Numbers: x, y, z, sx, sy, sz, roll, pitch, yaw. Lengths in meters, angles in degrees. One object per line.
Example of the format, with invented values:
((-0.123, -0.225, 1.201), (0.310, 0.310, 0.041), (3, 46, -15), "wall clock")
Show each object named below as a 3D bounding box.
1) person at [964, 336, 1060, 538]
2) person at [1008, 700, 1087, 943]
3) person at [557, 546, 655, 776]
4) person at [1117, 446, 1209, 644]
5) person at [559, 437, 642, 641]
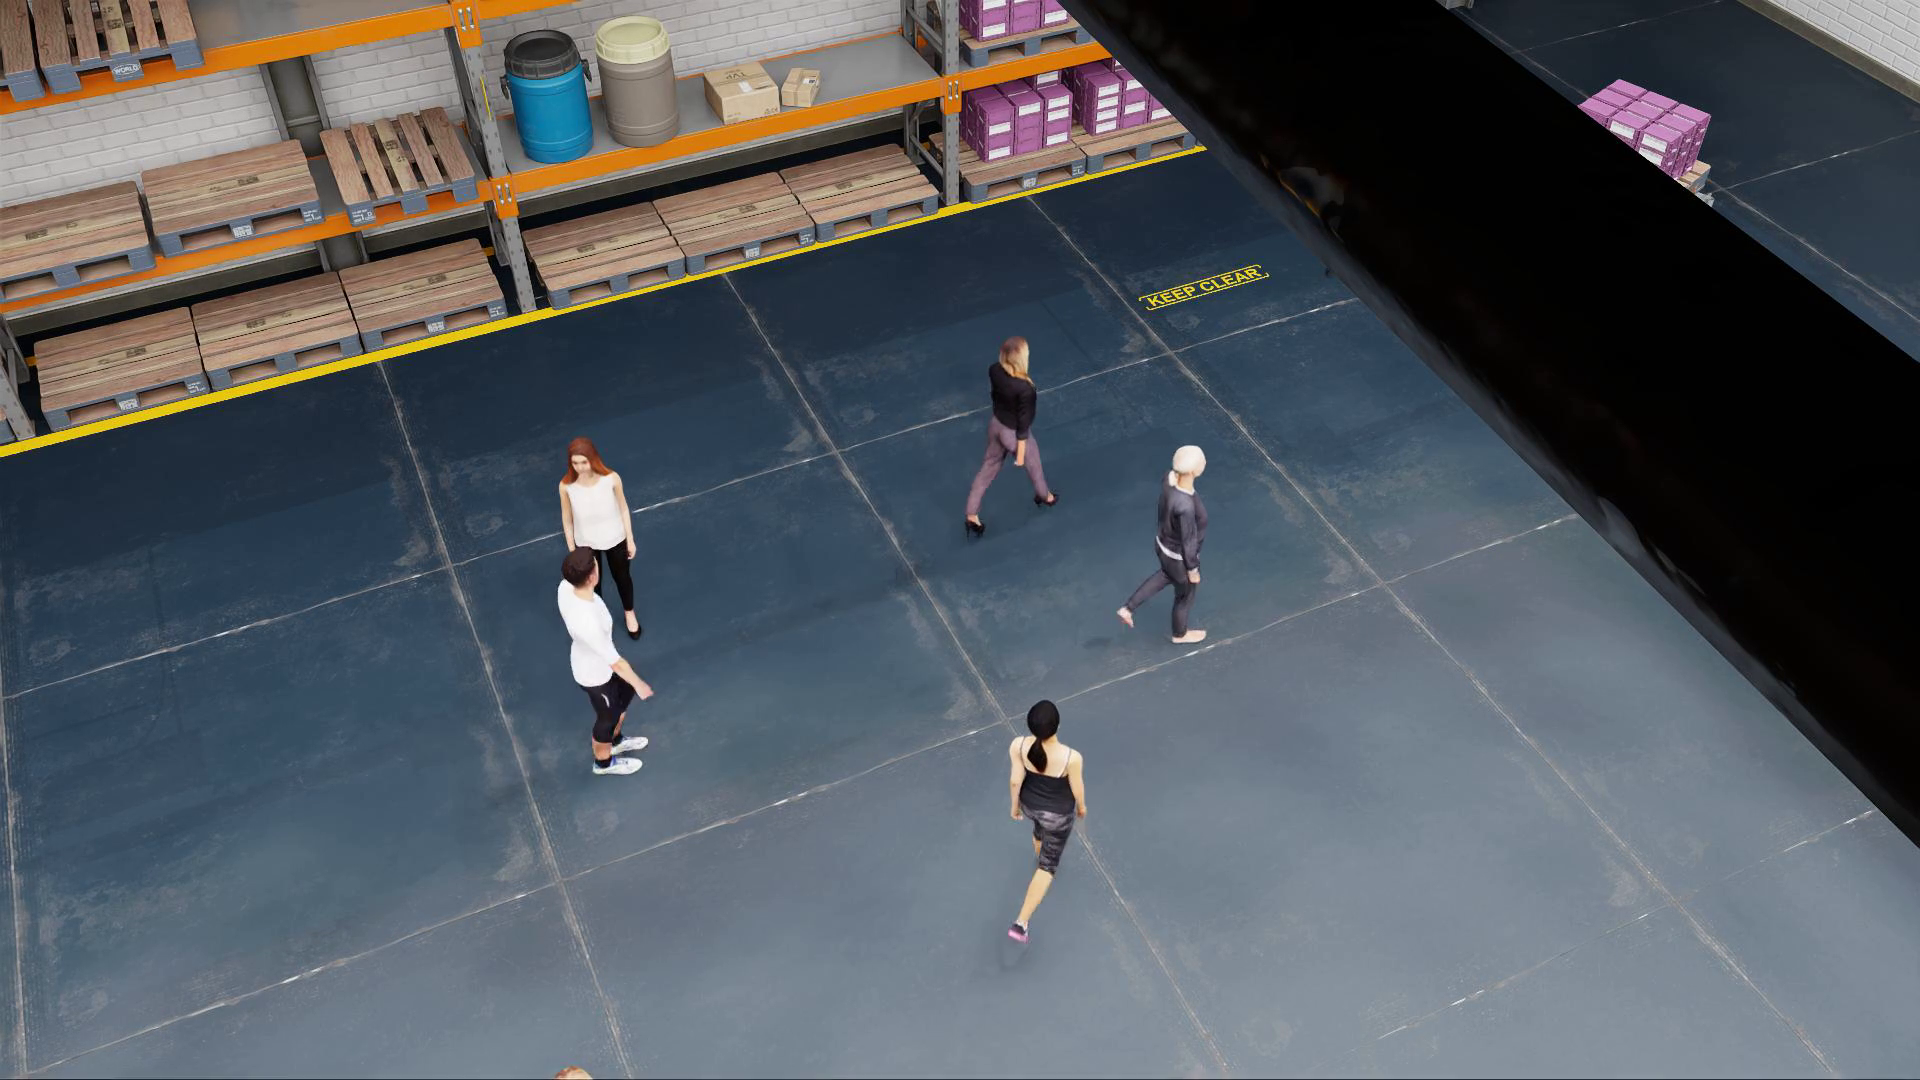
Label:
((0.270, -0.668, 11.738), (1.103, 1.610, 0.786), (-29, 51, -27), "person")
((0.458, 1.581, 9.314), (0.991, 1.698, 1.116), (18, 47, 18), "person")
((-2.276, 0.787, 10.041), (0.707, 1.845, 0.706), (-14, 45, -14), "person")
((1.368, 0.060, 10.898), (0.906, 1.714, 0.731), (-10, 44, -10), "person")
((-2.371, -0.005, 10.962), (0.519, 1.721, 0.691), (-8, 44, -8), "person")
